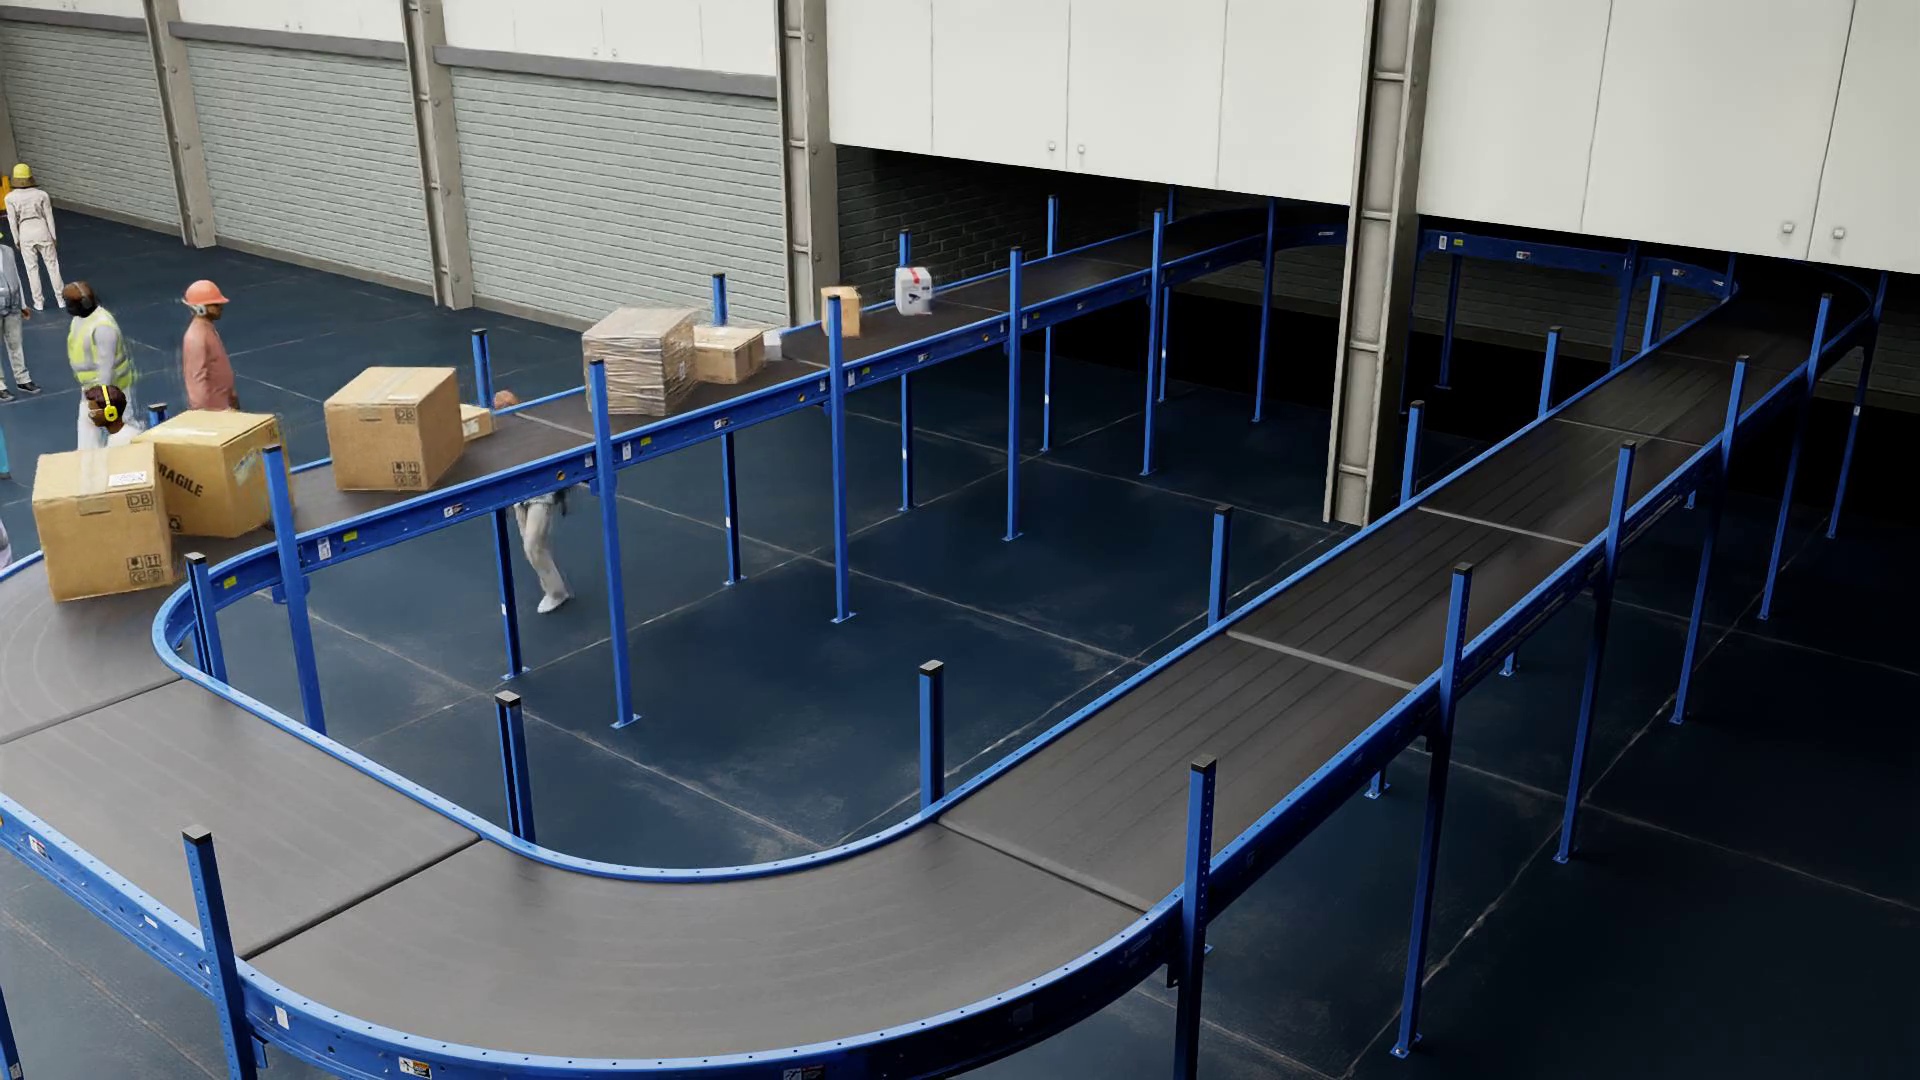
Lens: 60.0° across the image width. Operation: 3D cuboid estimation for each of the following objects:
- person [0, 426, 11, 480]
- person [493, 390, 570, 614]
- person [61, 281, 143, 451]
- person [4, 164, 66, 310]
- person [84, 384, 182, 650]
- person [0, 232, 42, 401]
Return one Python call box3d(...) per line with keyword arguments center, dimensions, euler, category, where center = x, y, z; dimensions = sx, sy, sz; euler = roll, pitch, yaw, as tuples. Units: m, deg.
box3d(center=(-8.418, -1.341, 14.075), dimensions=(0.377, 1.844, 0.569), euler=(8, 23, 20), category="person")
box3d(center=(-3.014, -0.262, 11.661), dimensions=(0.584, 1.609, 0.396), euler=(12, 25, 29), category="person")
box3d(center=(-7.303, -1.271, 13.957), dimensions=(0.878, 1.801, 0.638), euler=(-20, 29, -41), category="person")
box3d(center=(-11.192, -3.667, 20.123), dimensions=(0.486, 1.744, 0.311), euler=(-10, 24, -24), category="person")
box3d(center=(-5.459, -0.131, 10.993), dimensions=(0.329, 1.861, 0.504), euler=(-12, 24, -27), category="person")
box3d(center=(-9.570, -2.317, 16.588), dimensions=(0.403, 1.823, 0.588), euler=(10, 24, 23), category="person")
